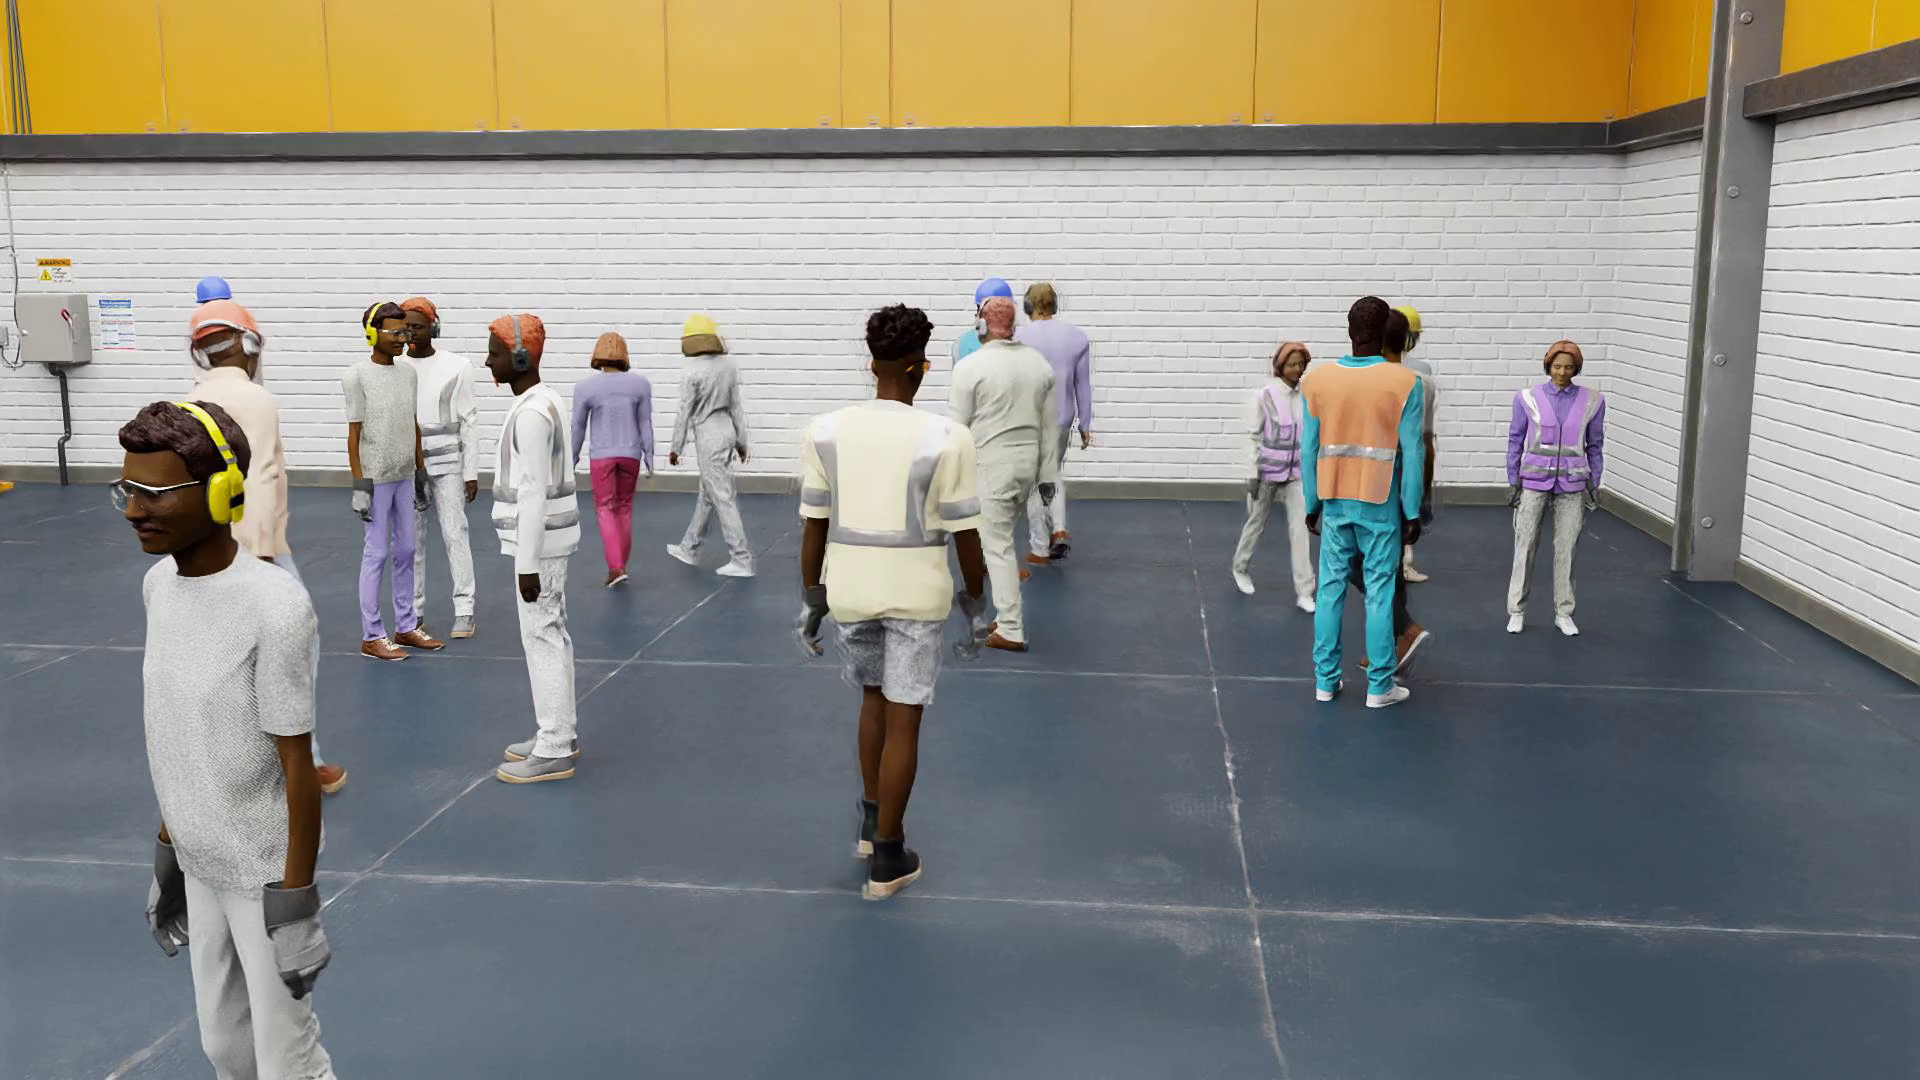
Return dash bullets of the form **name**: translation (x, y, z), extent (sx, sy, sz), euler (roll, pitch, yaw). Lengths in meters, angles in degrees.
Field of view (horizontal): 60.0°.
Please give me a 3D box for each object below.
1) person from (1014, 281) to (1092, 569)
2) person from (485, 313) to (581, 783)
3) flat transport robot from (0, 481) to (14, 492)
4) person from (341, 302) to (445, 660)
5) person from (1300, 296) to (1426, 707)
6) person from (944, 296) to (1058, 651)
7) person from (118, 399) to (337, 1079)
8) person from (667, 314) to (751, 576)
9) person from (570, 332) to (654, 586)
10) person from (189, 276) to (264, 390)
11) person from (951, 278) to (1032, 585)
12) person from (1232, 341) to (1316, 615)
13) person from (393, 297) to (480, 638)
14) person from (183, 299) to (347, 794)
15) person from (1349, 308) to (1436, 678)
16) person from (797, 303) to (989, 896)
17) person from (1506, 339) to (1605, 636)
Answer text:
- **person**: translation (0.540, -0.762, 11.115), extent (0.661, 1.919, 0.446), euler (-4, 11, -21)
- **person**: translation (-1.711, 0.033, 6.700), extent (0.354, 1.879, 0.579), euler (-2, 10, -9)
- **flat transport robot**: translation (-8.798, -0.438, 13.984), extent (0.652, 0.197, 1.431), euler (3, 10, 15)
- **person**: translation (-2.974, -0.305, 8.685), extent (0.326, 1.862, 0.508), euler (5, 11, 25)
- **person**: translation (1.866, -0.172, 7.762), extent (0.590, 1.915, 0.392), euler (6, 12, 32)
- **person**: translation (0.167, -0.351, 8.896), extent (0.639, 1.883, 0.601), euler (-9, 14, -43)
- **person**: translation (-1.393, 0.653, 3.213), extent (0.511, 1.860, 0.341), euler (7, 12, 36)
- **person**: translation (-1.707, -0.623, 10.934), extent (0.847, 1.700, 0.495), euler (5, 11, 28)
- **person**: translation (-2.200, -0.508, 10.551), extent (0.515, 1.611, 0.555), euler (-5, 11, -27)
- **person**: translation (-5.127, -0.867, 11.649), extent (0.405, 1.943, 0.613), euler (4, 11, 20)
- **person**: translation (0.192, -0.691, 10.628), extent (0.401, 1.949, 0.605), euler (-8, 13, -40)
- **person**: translation (1.912, -0.406, 10.001), extent (0.534, 1.593, 0.871), euler (-3, 10, -15)
- **person**: translation (-2.909, -0.385, 9.102), extent (0.574, 1.876, 0.355), euler (0, 10, 2)
- **person**: translation (-2.724, 0.057, 6.393), extent (0.688, 1.935, 0.591), euler (6, 12, 32)
- **person**: translation (2.128, -0.206, 8.130), extent (0.548, 1.848, 0.500), euler (-5, 11, -24)
- **person**: translation (-0.196, 0.180, 5.622), extent (0.642, 1.943, 0.667), euler (4, 11, 21)
- **person**: translation (3.283, -0.287, 9.203), extent (0.514, 1.640, 0.310), euler (2, 10, 10)
